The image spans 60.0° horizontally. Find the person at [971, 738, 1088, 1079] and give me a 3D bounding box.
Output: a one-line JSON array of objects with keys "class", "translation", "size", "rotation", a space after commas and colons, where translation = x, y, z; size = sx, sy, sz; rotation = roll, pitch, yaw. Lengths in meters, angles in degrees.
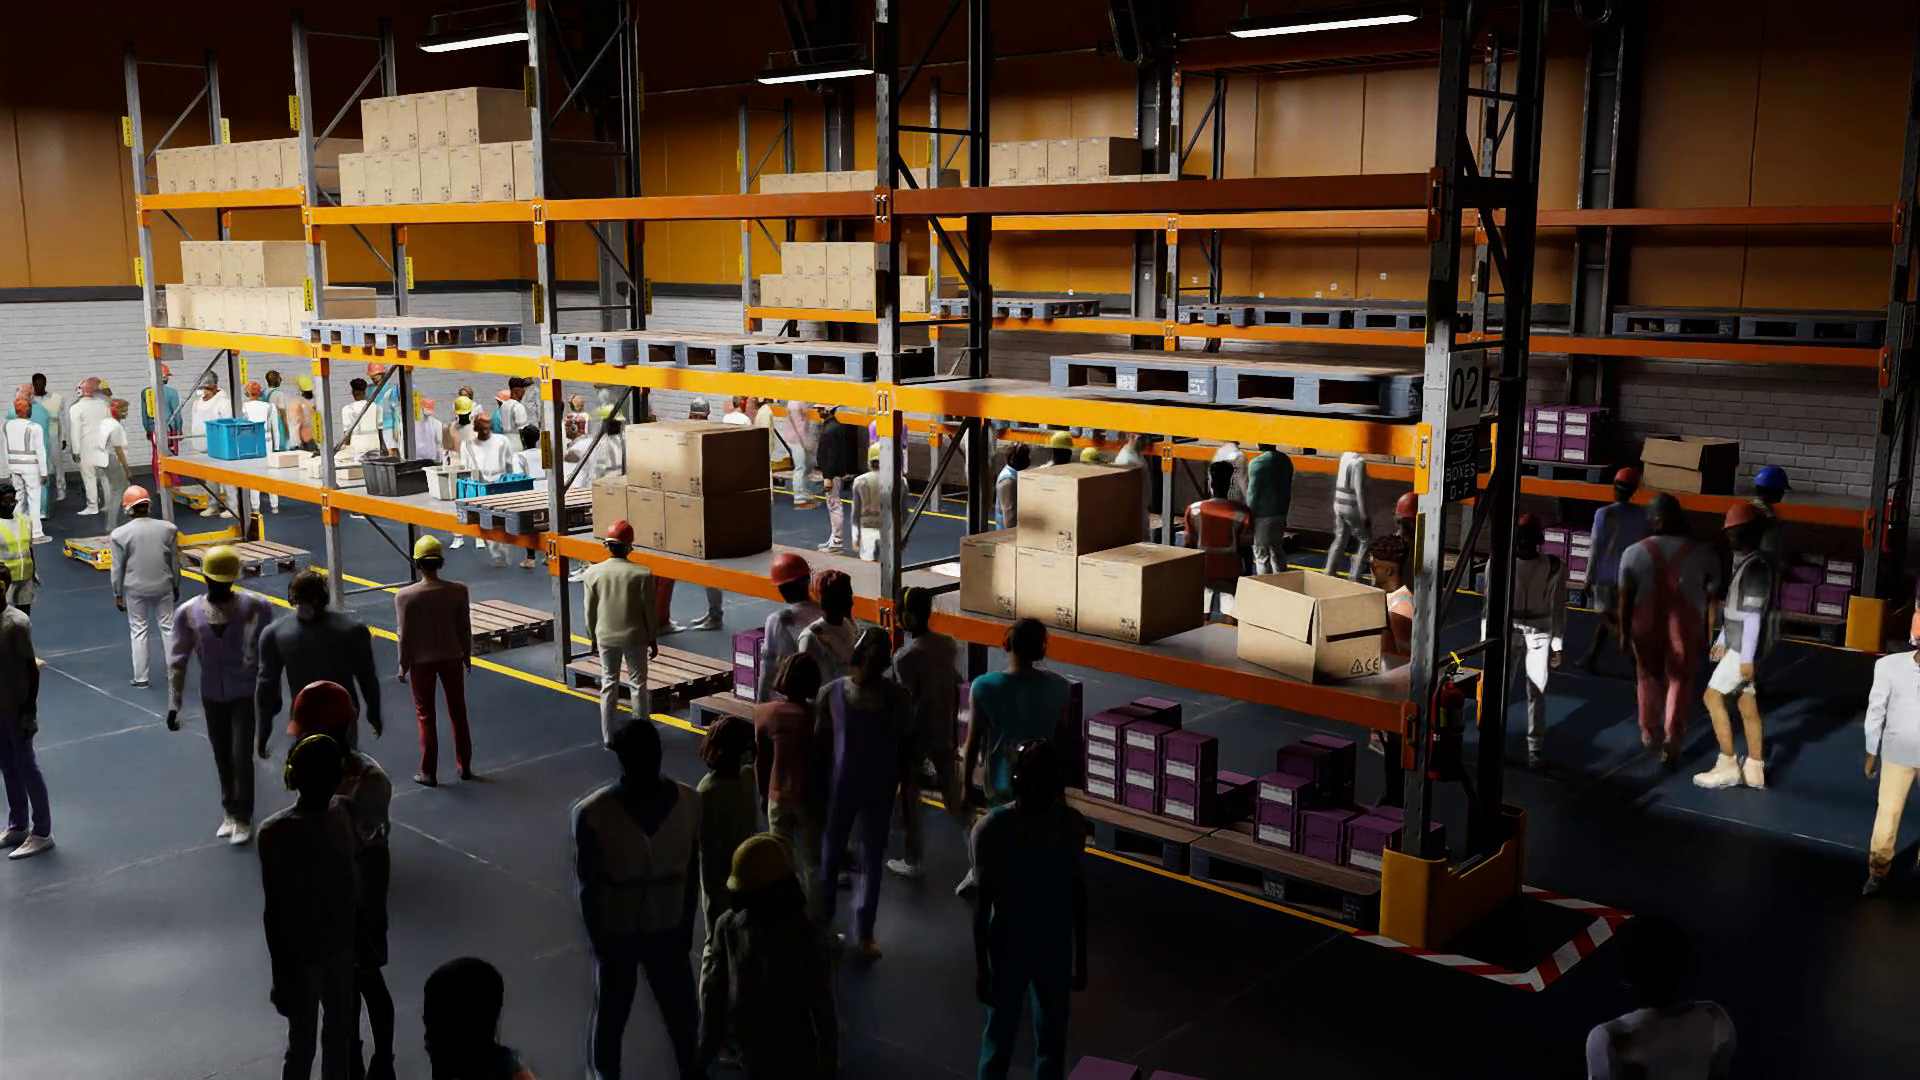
[{"class": "person", "translation": [0.287, 1.685, 6.736], "size": [0.506, 1.839, 0.329], "rotation": [-4, 11, -21]}]

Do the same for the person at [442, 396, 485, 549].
[{"class": "person", "translation": [-6.170, -0.842, 20.794], "size": [0.586, 1.919, 0.379], "rotation": [-1, 10, -6]}]

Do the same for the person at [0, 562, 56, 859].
[{"class": "person", "translation": [-5.900, 1.039, 10.303], "size": [0.533, 1.868, 0.310], "rotation": [6, 12, 31]}]

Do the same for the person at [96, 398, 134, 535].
[{"class": "person", "translation": [-10.950, -0.962, 21.814], "size": [0.715, 1.806, 0.661], "rotation": [-7, 12, -34]}]

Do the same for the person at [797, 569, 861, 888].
[{"class": "person", "translation": [-0.743, 1.104, 9.895], "size": [0.355, 1.883, 0.575], "rotation": [4, 11, 23]}]

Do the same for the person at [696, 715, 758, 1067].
[{"class": "person", "translation": [-1.063, 1.607, 7.754], "size": [0.285, 1.633, 0.500], "rotation": [3, 11, 17]}]

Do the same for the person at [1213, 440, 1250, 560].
[{"class": "person", "translation": [2.985, -0.373, 18.167], "size": [0.451, 1.902, 0.653], "rotation": [-3, 10, -15]}]

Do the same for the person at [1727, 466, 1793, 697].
[{"class": "person", "translation": [6.743, 0.340, 14.041], "size": [0.408, 1.942, 0.615], "rotation": [1, 10, 3]}]

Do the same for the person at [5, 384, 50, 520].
[{"class": "person", "translation": [-12.920, -1.208, 22.981], "size": [0.736, 1.875, 0.673], "rotation": [5, 11, 25]}]

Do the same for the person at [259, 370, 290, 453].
[{"class": "person", "translation": [-10.704, -1.730, 26.024], "size": [0.505, 1.847, 0.347], "rotation": [5, 11, 26]}]

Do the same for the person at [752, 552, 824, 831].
[{"class": "person", "translation": [-0.938, 1.017, 10.399], "size": [0.875, 1.892, 0.535], "rotation": [9, 13, 42]}]

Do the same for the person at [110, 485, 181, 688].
[{"class": "person", "translation": [-6.994, 0.397, 14.292], "size": [0.568, 1.743, 0.350], "rotation": [-9, 14, -42]}]

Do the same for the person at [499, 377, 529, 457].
[{"class": "person", "translation": [-6.201, -1.306, 23.306], "size": [0.371, 1.959, 0.602], "rotation": [-9, 13, -42]}]

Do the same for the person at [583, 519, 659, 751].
[{"class": "person", "translation": [-2.519, 0.715, 12.460], "size": [0.559, 1.752, 0.325], "rotation": [1, 10, 5]}]

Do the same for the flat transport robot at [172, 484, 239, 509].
[{"class": "flat transport robot", "translation": [-11.100, -0.646, 24.347], "size": [1.431, 0.197, 0.652], "rotation": [10, 14, 44]}]

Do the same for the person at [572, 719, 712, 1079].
[{"class": "person", "translation": [-1.313, 1.649, 6.957], "size": [0.584, 1.847, 1.054], "rotation": [-5, 11, -28]}]

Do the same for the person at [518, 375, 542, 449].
[{"class": "person", "translation": [-7.296, -2.028, 28.040], "size": [0.490, 1.730, 0.324], "rotation": [1, 10, 7]}]

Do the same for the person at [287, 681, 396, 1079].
[{"class": "person", "translation": [-2.715, 1.545, 7.280], "size": [0.543, 1.929, 0.386], "rotation": [6, 12, 32]}]

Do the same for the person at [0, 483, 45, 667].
[{"class": "person", "translation": [-8.438, 0.331, 14.789], "size": [0.317, 1.695, 0.540], "rotation": [4, 11, 22]}]

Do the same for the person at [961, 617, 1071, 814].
[{"class": "person", "translation": [0.312, 1.313, 8.990], "size": [0.585, 1.810, 0.882], "rotation": [-3, 11, -18]}]

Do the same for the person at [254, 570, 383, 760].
[{"class": "person", "translation": [-3.859, 1.090, 10.012], "size": [0.656, 1.879, 1.036], "rotation": [-1, 10, -7]}]

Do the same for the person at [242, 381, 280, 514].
[{"class": "person", "translation": [-9.899, -1.296, 23.459], "size": [0.583, 1.882, 0.337], "rotation": [-7, 12, -35]}]

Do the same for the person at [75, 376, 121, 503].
[{"class": "person", "translation": [-12.687, -1.458, 24.444], "size": [0.698, 1.864, 0.754], "rotation": [2, 10, 13]}]

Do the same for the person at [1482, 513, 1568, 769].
[{"class": "person", "translation": [4.075, 0.731, 12.042], "size": [0.581, 1.877, 0.366], "rotation": [3, 11, 17]}]

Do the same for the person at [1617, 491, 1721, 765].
[{"class": "person", "translation": [5.196, 0.610, 12.241], "size": [0.687, 2.000, 0.870], "rotation": [5, 11, 26]}]

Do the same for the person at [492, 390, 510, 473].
[{"class": "person", "translation": [-6.484, -1.279, 23.771], "size": [0.354, 1.741, 0.567], "rotation": [-6, 12, -31]}]

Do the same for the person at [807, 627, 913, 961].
[{"class": "person", "translation": [-0.548, 1.343, 8.768], "size": [0.613, 1.820, 0.334], "rotation": [-1, 10, -5]}]

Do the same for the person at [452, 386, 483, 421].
[{"class": "person", "translation": [-7.589, -1.567, 25.721], "size": [0.519, 1.631, 0.314], "rotation": [2, 10, 11]}]

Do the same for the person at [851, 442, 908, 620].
[{"class": "person", "translation": [-0.812, -0.077, 16.805], "size": [0.595, 1.805, 0.509], "rotation": [-2, 10, -13]}]

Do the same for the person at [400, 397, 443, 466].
[{"class": "person", "translation": [-7.430, -1.125, 22.990], "size": [0.613, 1.706, 0.452], "rotation": [-2, 10, -10]}]

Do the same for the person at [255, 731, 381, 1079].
[{"class": "person", "translation": [-2.569, 1.679, 6.712], "size": [0.326, 1.862, 0.518], "rotation": [4, 11, 24]}]

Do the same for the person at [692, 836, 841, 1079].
[{"class": "person", "translation": [-0.702, 1.878, 6.057], "size": [0.495, 1.685, 0.935], "rotation": [6, 12, 32]}]

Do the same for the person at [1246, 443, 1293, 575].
[{"class": "person", "translation": [3.207, -0.231, 17.322], "size": [0.630, 1.932, 0.372], "rotation": [-9, 13, -41]}]

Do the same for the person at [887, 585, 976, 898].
[{"class": "person", "translation": [-0.118, 1.172, 9.707], "size": [0.544, 1.831, 0.874], "rotation": [-8, 13, -37]}]

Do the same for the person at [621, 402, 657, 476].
[{"class": "person", "translation": [-3.729, -0.760, 19.987], "size": [0.675, 2.000, 1.026], "rotation": [5, 11, 26]}]
